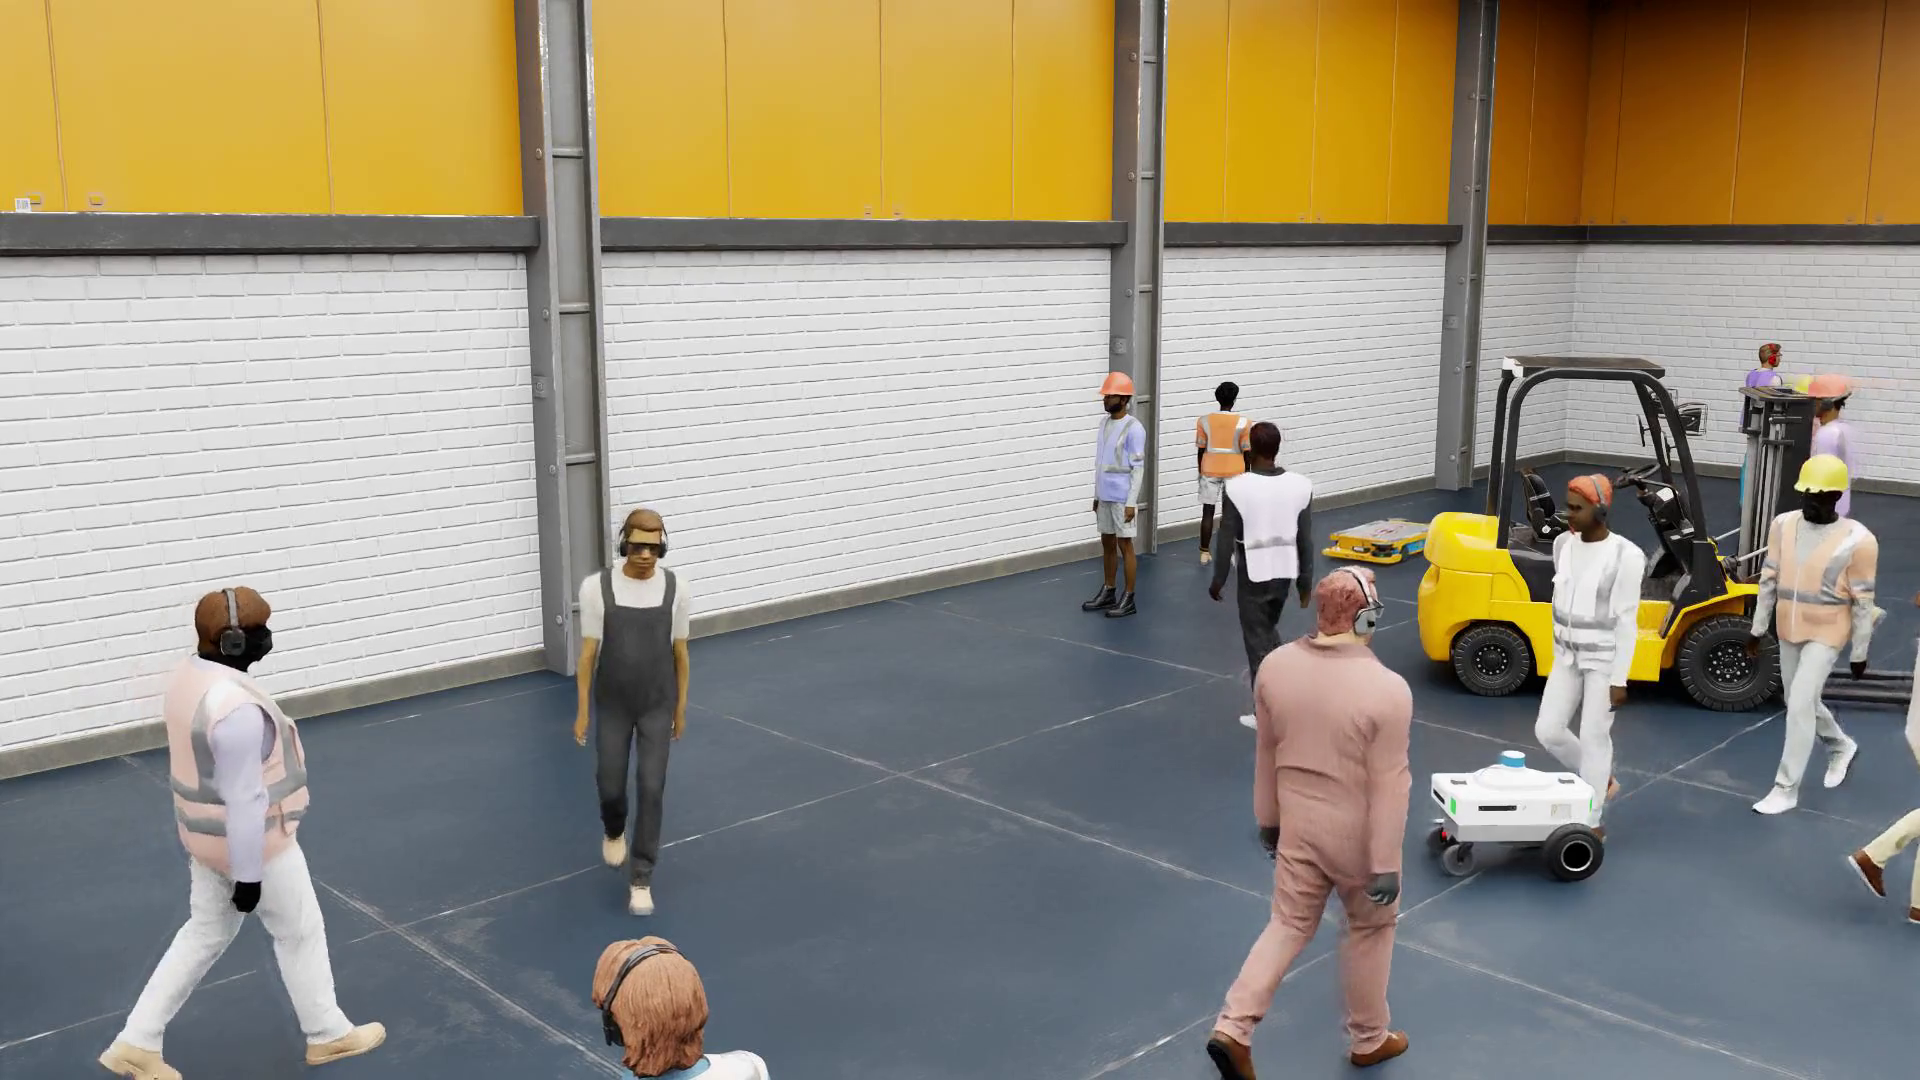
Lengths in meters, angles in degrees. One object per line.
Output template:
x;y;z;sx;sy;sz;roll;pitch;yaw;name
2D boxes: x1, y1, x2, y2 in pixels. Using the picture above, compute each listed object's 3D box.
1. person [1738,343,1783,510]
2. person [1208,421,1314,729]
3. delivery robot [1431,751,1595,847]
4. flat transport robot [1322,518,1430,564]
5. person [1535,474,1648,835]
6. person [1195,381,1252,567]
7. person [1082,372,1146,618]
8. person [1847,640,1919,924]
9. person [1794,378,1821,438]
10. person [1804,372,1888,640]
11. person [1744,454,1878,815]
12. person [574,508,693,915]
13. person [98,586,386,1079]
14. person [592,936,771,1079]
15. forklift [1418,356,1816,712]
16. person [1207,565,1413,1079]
8.708;-1.212;18.072;0.390;1.850;0.565;-1;10;-7;person
1.830;0.231;10.089;0.587;1.898;0.478;-5;11;-25;person
2.626;1.249;7.929;0.707;0.478;0.477;0;10;-1;delivery robot
4.074;-0.001;15.780;0.652;0.197;1.431;9;13;40;flat transport robot
3.096;0.600;8.141;0.462;1.870;0.583;-5;12;-27;person
2.403;-0.598;15.163;0.534;1.691;0.318;3;11;18;person
1.228;-0.360;13.177;0.348;1.943;0.543;-6;12;-31;person
4.221;0.894;7.217;0.419;1.616;0.515;4;11;20;person
7.711;-0.637;15.316;0.534;1.709;0.952;1;10;4;person
6.361;-0.202;12.096;0.720;2.028;0.611;7;13;35;person
4.554;0.472;8.779;0.865;1.897;0.591;-4;11;-22;person
-1.474;0.738;7.525;0.551;1.826;0.588;-3;11;-15;person
-2.574;1.050;5.844;0.895;1.815;0.617;-10;14;-42;person
-0.591;1.591;3.361;0.512;1.641;0.309;-9;14;-40;person
4.276;-0.101;11.076;2.313;2.155;1.214;2;11;13;forklift
1.270;1.020;5.837;0.857;1.881;0.651;-9;13;-39;person
